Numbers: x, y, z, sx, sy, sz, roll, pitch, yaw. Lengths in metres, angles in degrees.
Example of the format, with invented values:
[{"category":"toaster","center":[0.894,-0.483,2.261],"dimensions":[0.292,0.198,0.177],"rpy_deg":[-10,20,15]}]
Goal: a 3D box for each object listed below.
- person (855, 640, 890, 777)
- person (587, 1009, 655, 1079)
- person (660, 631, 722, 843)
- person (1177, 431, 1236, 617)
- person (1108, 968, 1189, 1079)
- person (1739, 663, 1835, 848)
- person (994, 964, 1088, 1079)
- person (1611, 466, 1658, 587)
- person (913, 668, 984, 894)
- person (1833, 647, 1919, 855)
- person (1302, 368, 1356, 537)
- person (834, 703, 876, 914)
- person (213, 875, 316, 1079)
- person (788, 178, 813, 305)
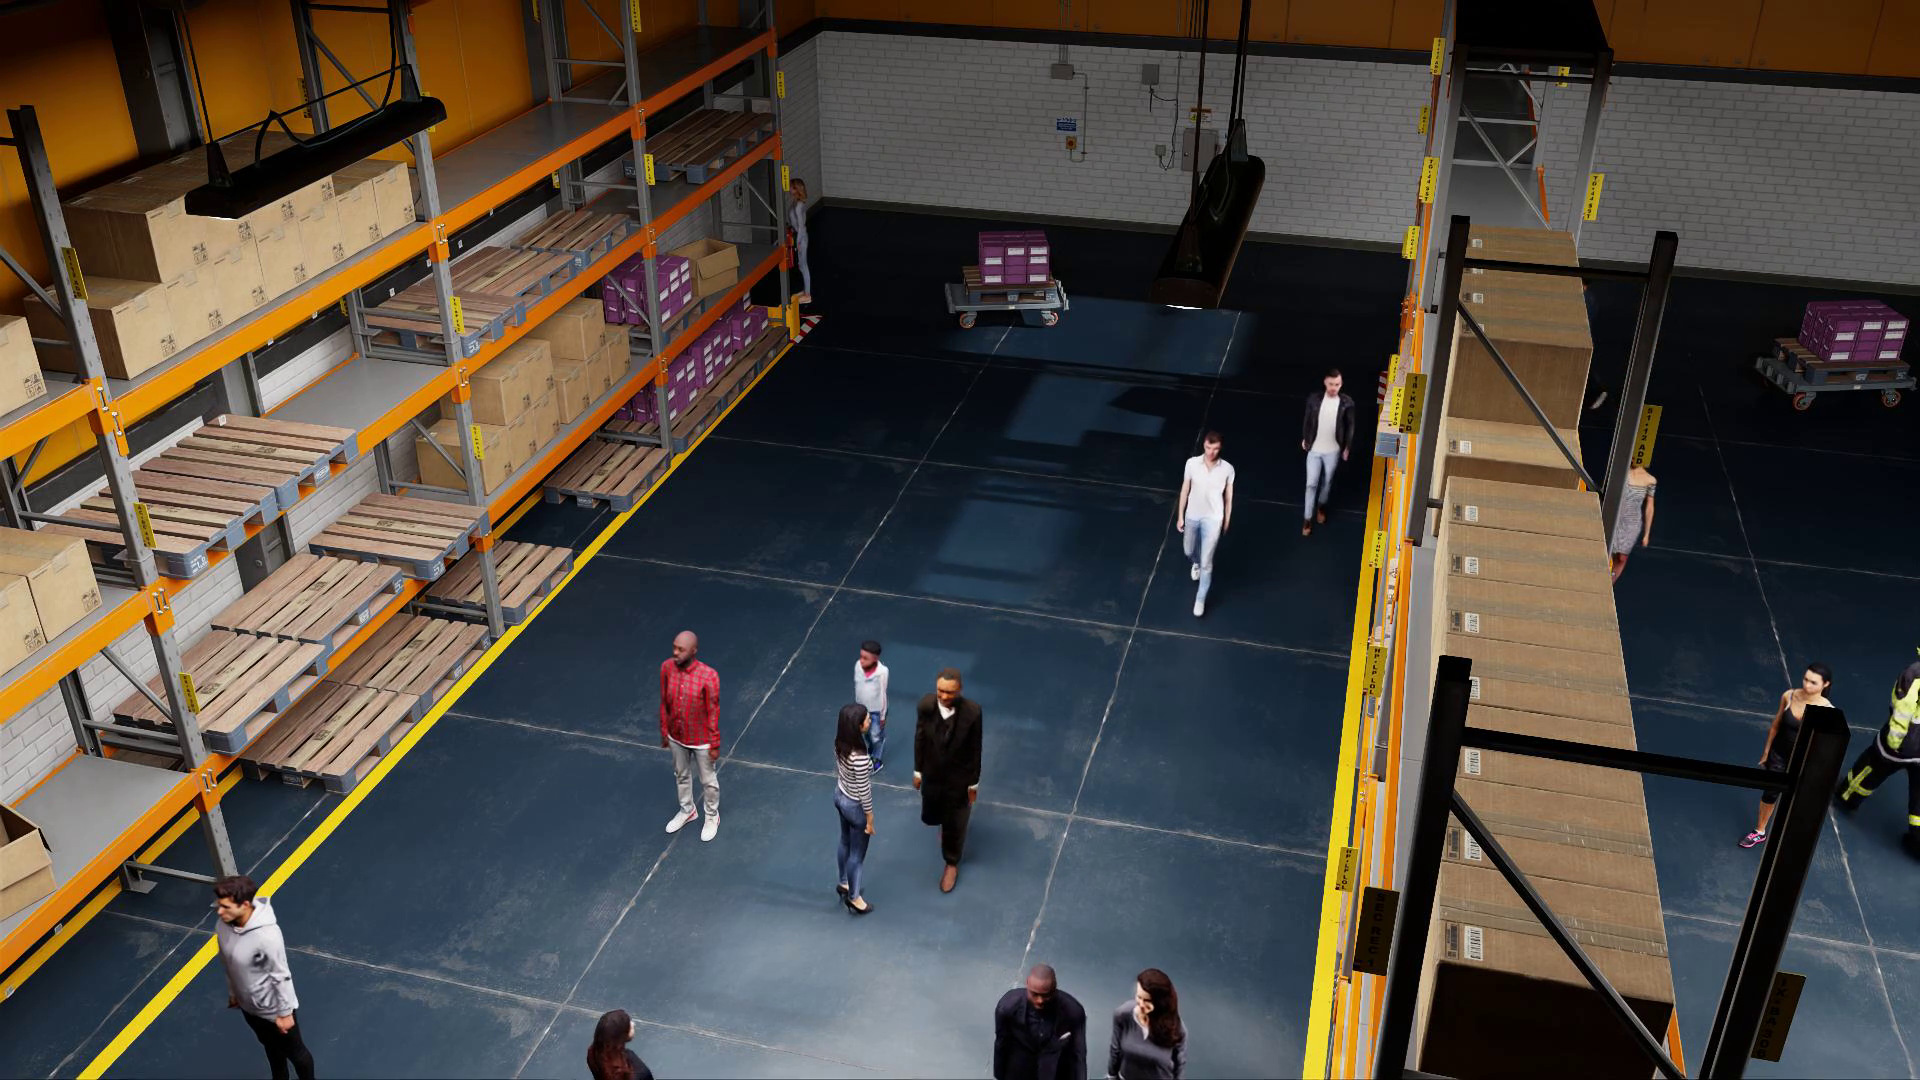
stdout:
[{"category":"person","center":[-0.688,1.347,13.791],"dimensions":[0.551,1.253,0.636],"rpy_deg":[16,33,27]},{"category":"person","center":[-2.012,3.405,9.626],"dimensions":[0.811,1.629,0.924],"rpy_deg":[25,37,38]},{"category":"person","center":[-2.085,1.486,12.945],"dimensions":[0.689,1.819,0.630],"rpy_deg":[11,31,20]},{"category":"person","center":[2.366,-0.240,16.105],"dimensions":[0.698,1.824,1.112],"rpy_deg":[9,30,16]},{"category":"person","center":[1.115,3.204,9.854],"dimensions":[0.625,1.764,0.542],"rpy_deg":[10,30,18]},{"category":"person","center":[6.365,1.676,12.692],"dimensions":[0.692,1.728,0.663],"rpy_deg":[-23,36,-36]},{"category":"person","center":[0.483,3.160,9.918],"dimensions":[0.852,1.780,1.153],"rpy_deg":[1,29,2]},{"category":"person","center":[6.356,-0.137,15.947],"dimensions":[0.659,1.794,0.911],"rpy_deg":[10,30,18]},{"category":"person","center":[-0.053,1.707,12.465],"dimensions":[0.684,1.891,0.898],"rpy_deg":[8,30,15]},{"category":"person","center":[7.407,1.529,12.747],"dimensions":[1.118,1.933,1.370],"rpy_deg":[-5,29,-9]},{"category":"person","center":[3.845,-0.995,17.508],"dimensions":[0.691,1.806,0.990],"rpy_deg":[6,29,11]},{"category":"person","center":[-0.779,1.952,12.119],"dimensions":[0.698,1.793,0.639],"rpy_deg":[-16,32,-26]},{"category":"person","center":[-4.315,2.832,10.362],"dimensions":[0.732,1.929,0.679],"rpy_deg":[15,32,25]},{"category":"person","center":[-2.243,-4.219,23.428],"dimensions":[0.709,1.796,0.556],"rpy_deg":[-3,29,-5]}]
